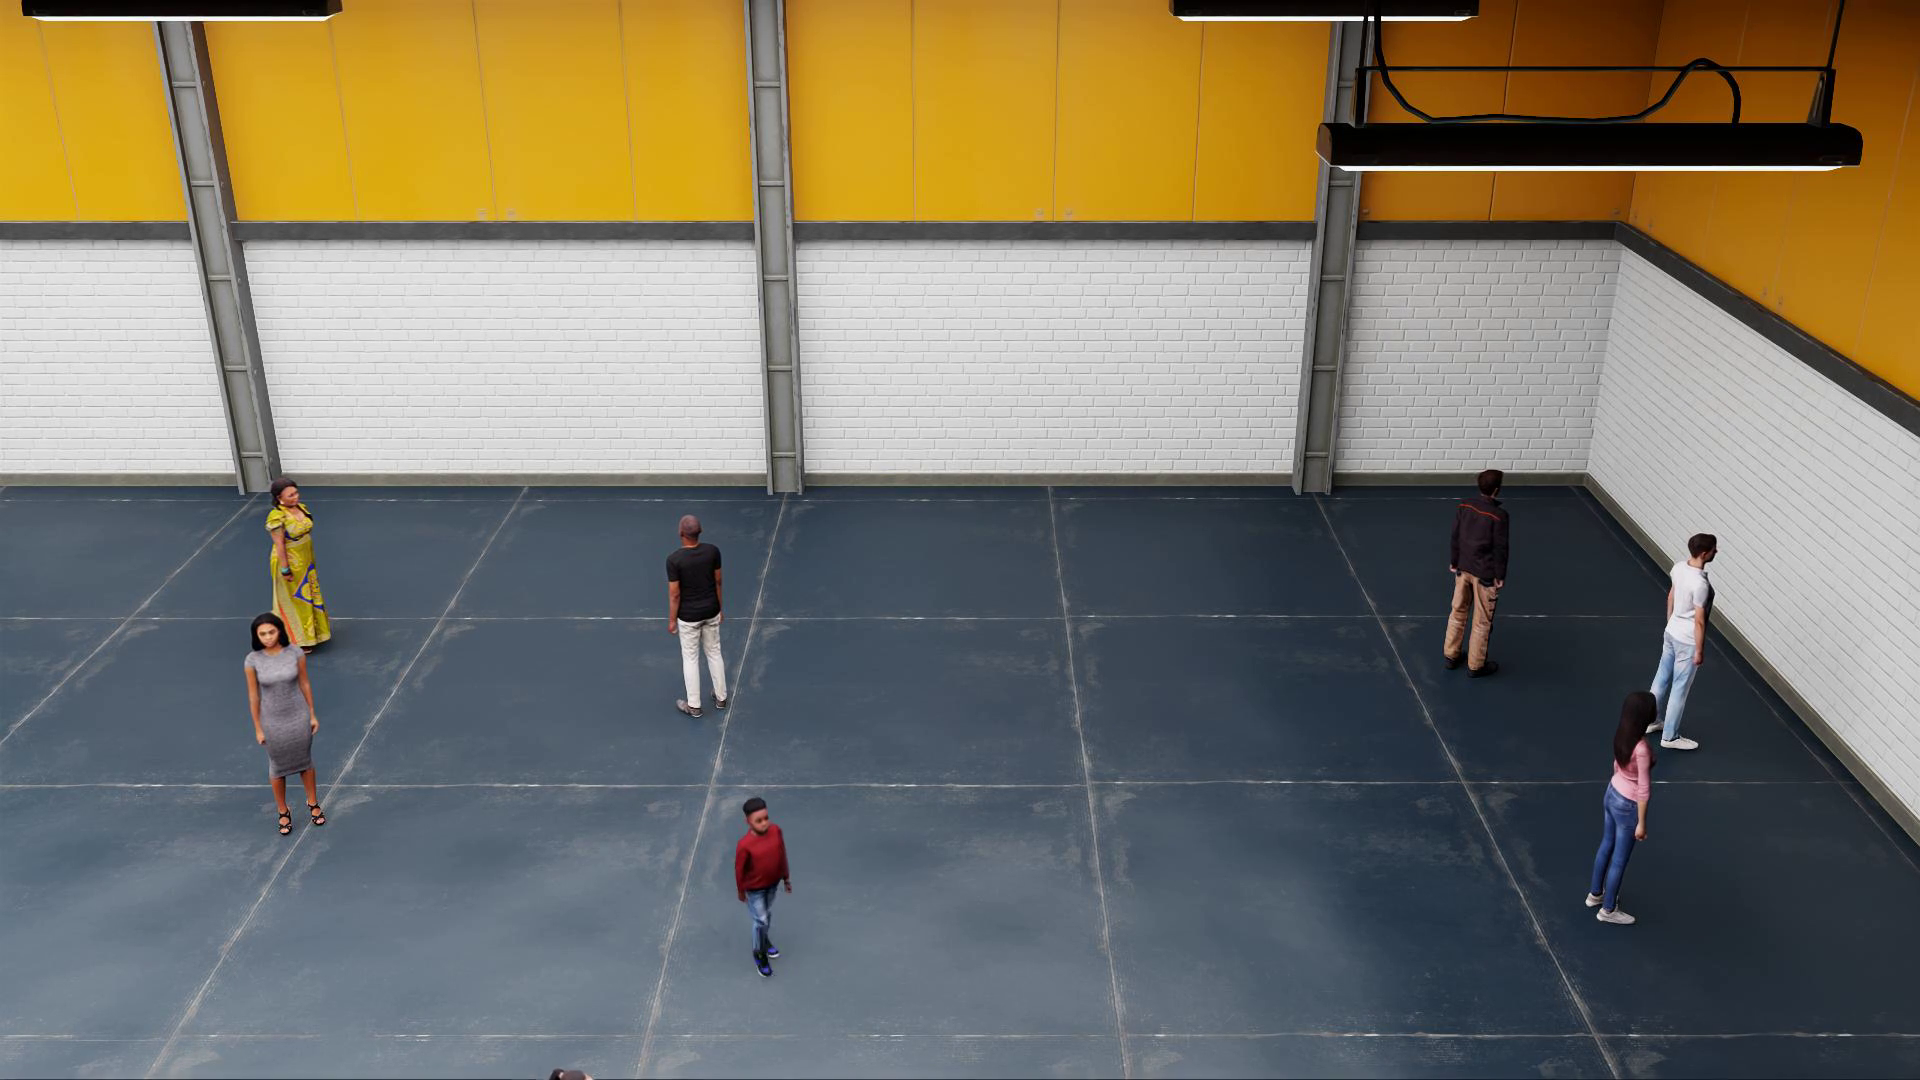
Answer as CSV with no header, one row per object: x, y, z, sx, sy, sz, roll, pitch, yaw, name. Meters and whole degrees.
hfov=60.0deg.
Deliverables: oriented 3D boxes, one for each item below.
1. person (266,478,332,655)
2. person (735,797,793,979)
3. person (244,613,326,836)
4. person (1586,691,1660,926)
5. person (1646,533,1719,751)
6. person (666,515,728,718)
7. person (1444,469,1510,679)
-6.059,0.204,15.153,0.801,1.659,0.879,3,24,6,person
-1.353,2.231,11.034,0.692,1.245,0.632,21,31,40,person
-5.017,1.355,12.368,0.623,1.781,0.734,-13,27,-27,person
4.553,1.806,11.386,0.508,1.742,0.577,-1,24,-2,person
5.890,0.801,13.547,0.565,1.851,0.664,-2,24,-6,person
-2.206,0.630,13.997,0.730,1.805,0.823,-15,28,-31,person
4.562,0.276,14.658,0.832,1.925,0.792,-19,30,-37,person
